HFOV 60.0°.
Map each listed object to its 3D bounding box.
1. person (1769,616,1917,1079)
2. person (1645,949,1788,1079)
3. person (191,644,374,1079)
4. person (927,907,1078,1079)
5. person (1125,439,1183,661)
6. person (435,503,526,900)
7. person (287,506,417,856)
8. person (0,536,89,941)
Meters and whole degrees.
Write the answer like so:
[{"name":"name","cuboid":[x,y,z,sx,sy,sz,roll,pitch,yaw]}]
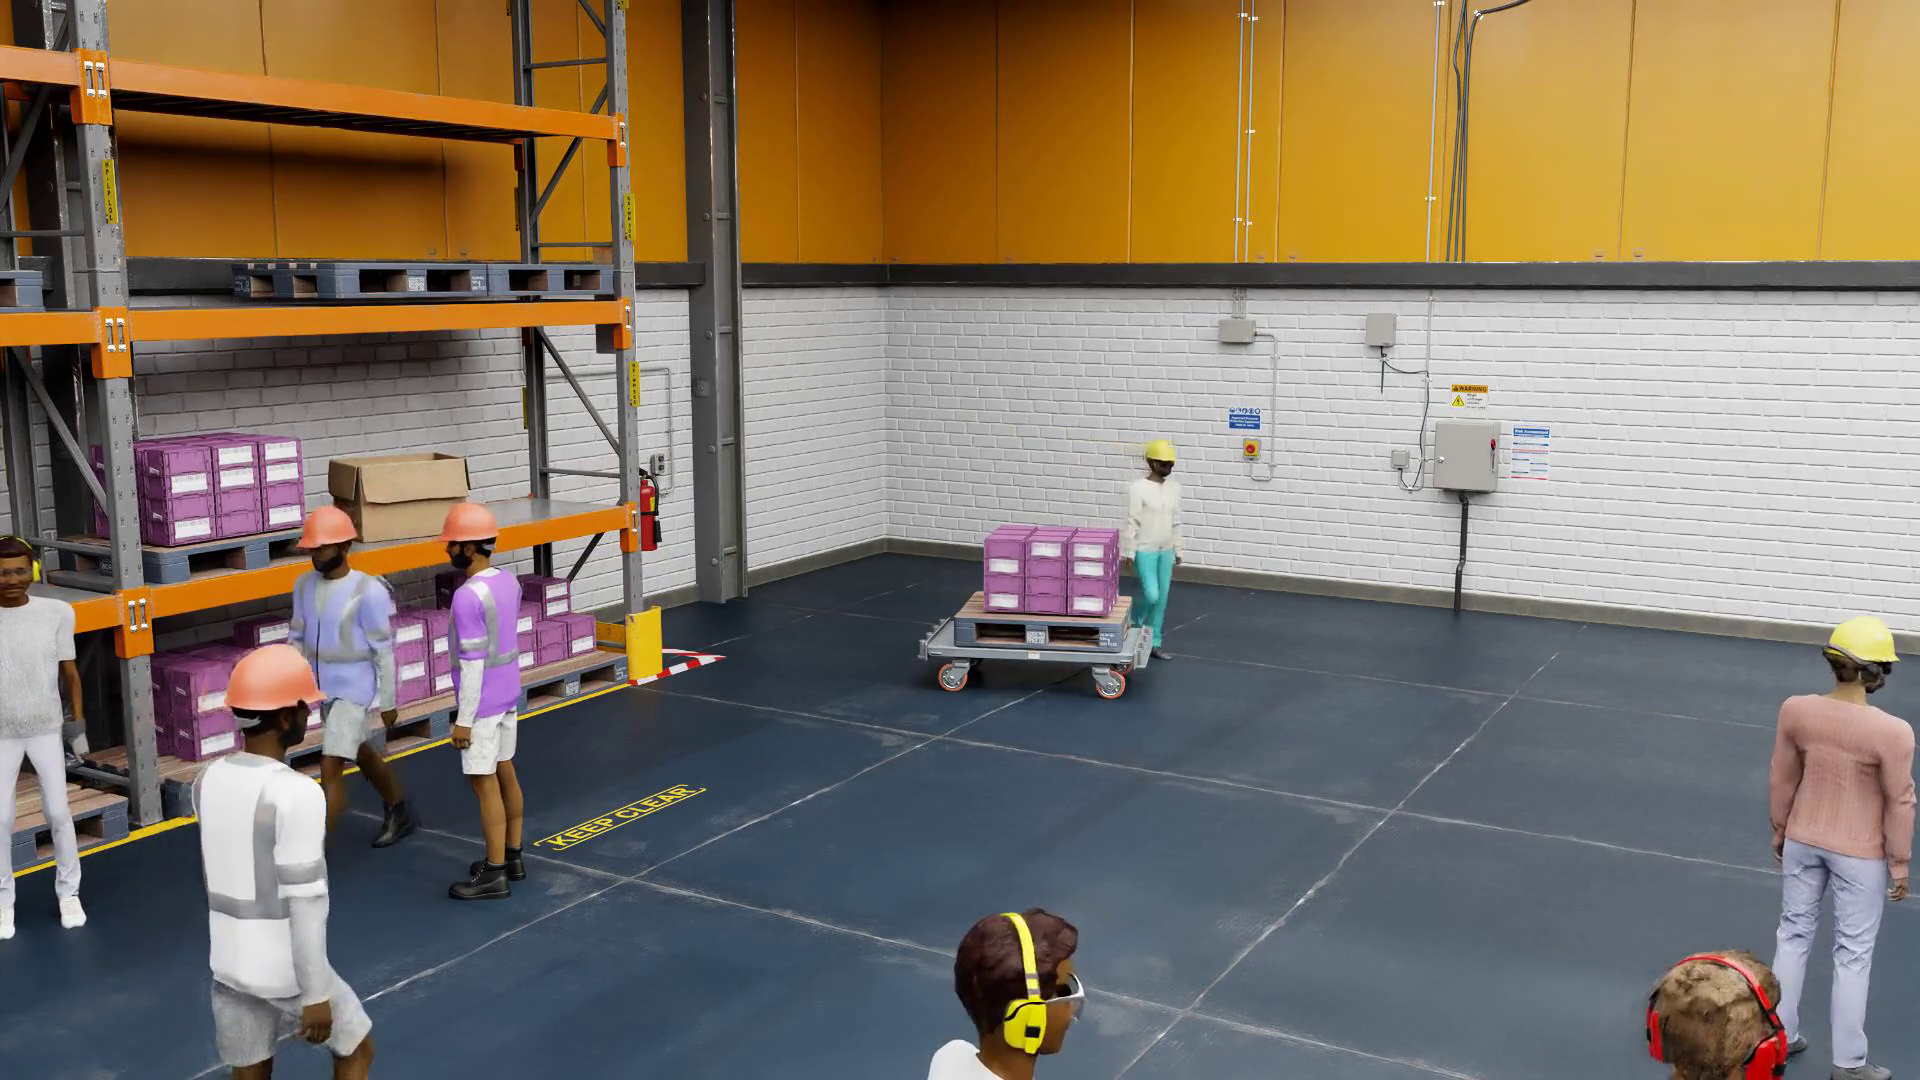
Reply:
[{"name":"person","cuboid":[3.317,1.156,6.265,0.328,1.765,0.532,-6,11,-32]},{"name":"person","cuboid":[1.313,1.642,3.038,0.448,1.827,0.558,-8,12,-42]},{"name":"person","cuboid":[-2.023,1.256,5.166,0.582,1.912,0.760,5,11,30]},{"name":"person","cuboid":[0.100,1.601,3.167,0.329,1.869,0.511,-3,10,-20]},{"name":"person","cuboid":[1.536,0.084,12.987,0.550,1.753,0.364,-6,11,-35]},{"name":"person","cuboid":[-2.332,0.779,8.086,0.364,1.935,0.548,1,9,6]},{"name":"person","cuboid":[-3.121,0.751,8.446,0.545,1.890,1.037,5,10,27]},{"name":"person","cuboid":[-4.291,0.895,7.620,0.508,1.860,0.319,-5,10,-28]}]
